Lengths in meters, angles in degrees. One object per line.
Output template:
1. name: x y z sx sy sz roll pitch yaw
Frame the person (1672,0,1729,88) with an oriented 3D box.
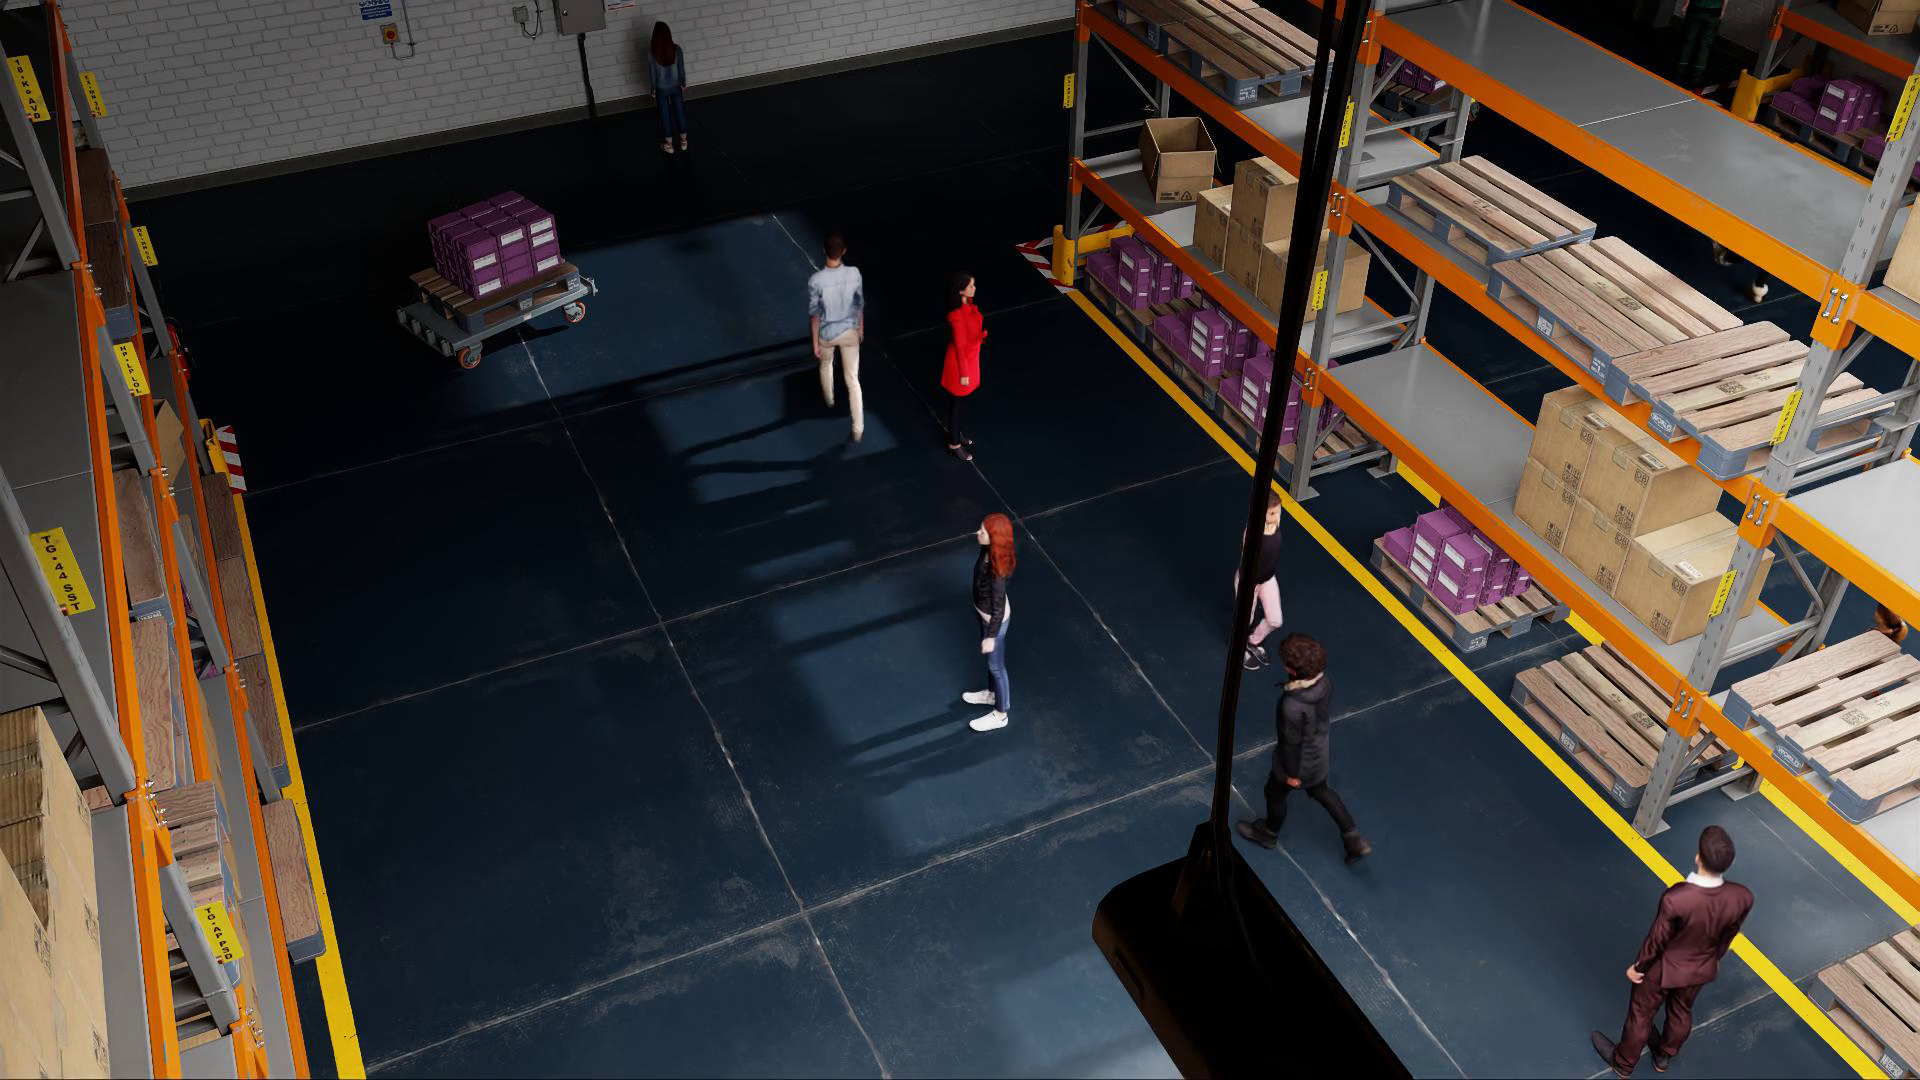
1. person: 8.827 -6.298 19.696 0.714 1.838 0.802 19 42 22

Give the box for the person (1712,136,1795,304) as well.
1. person: 7.595 -3.095 15.834 0.764 1.652 0.915 -6 39 -8

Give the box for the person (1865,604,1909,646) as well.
1. person: 6.028 0.908 11.099 0.532 1.306 0.527 -18 42 -22

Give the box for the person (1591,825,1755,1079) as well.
1. person: 3.872 2.262 8.956 0.743 1.864 0.704 -6 39 -7

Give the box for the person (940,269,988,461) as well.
1. person: 0.011 -1.457 13.707 0.787 1.748 0.695 2 39 2

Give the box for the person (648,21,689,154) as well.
1. person: -3.219 -5.002 18.362 0.560 1.477 0.503 -18 42 -21

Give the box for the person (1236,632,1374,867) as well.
1. person: 2.178 1.358 10.189 1.197 1.739 0.955 26 46 29

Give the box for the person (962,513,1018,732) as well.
1. person: 0.215 0.536 11.181 0.696 1.786 0.571 -5 39 -6

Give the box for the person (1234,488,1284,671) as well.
1. person: 2.048 0.252 11.725 0.548 1.550 0.580 -21 43 -25

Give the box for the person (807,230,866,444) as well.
1. person: -0.991 -1.660 13.911 0.814 1.809 1.293 -9 39 -11
